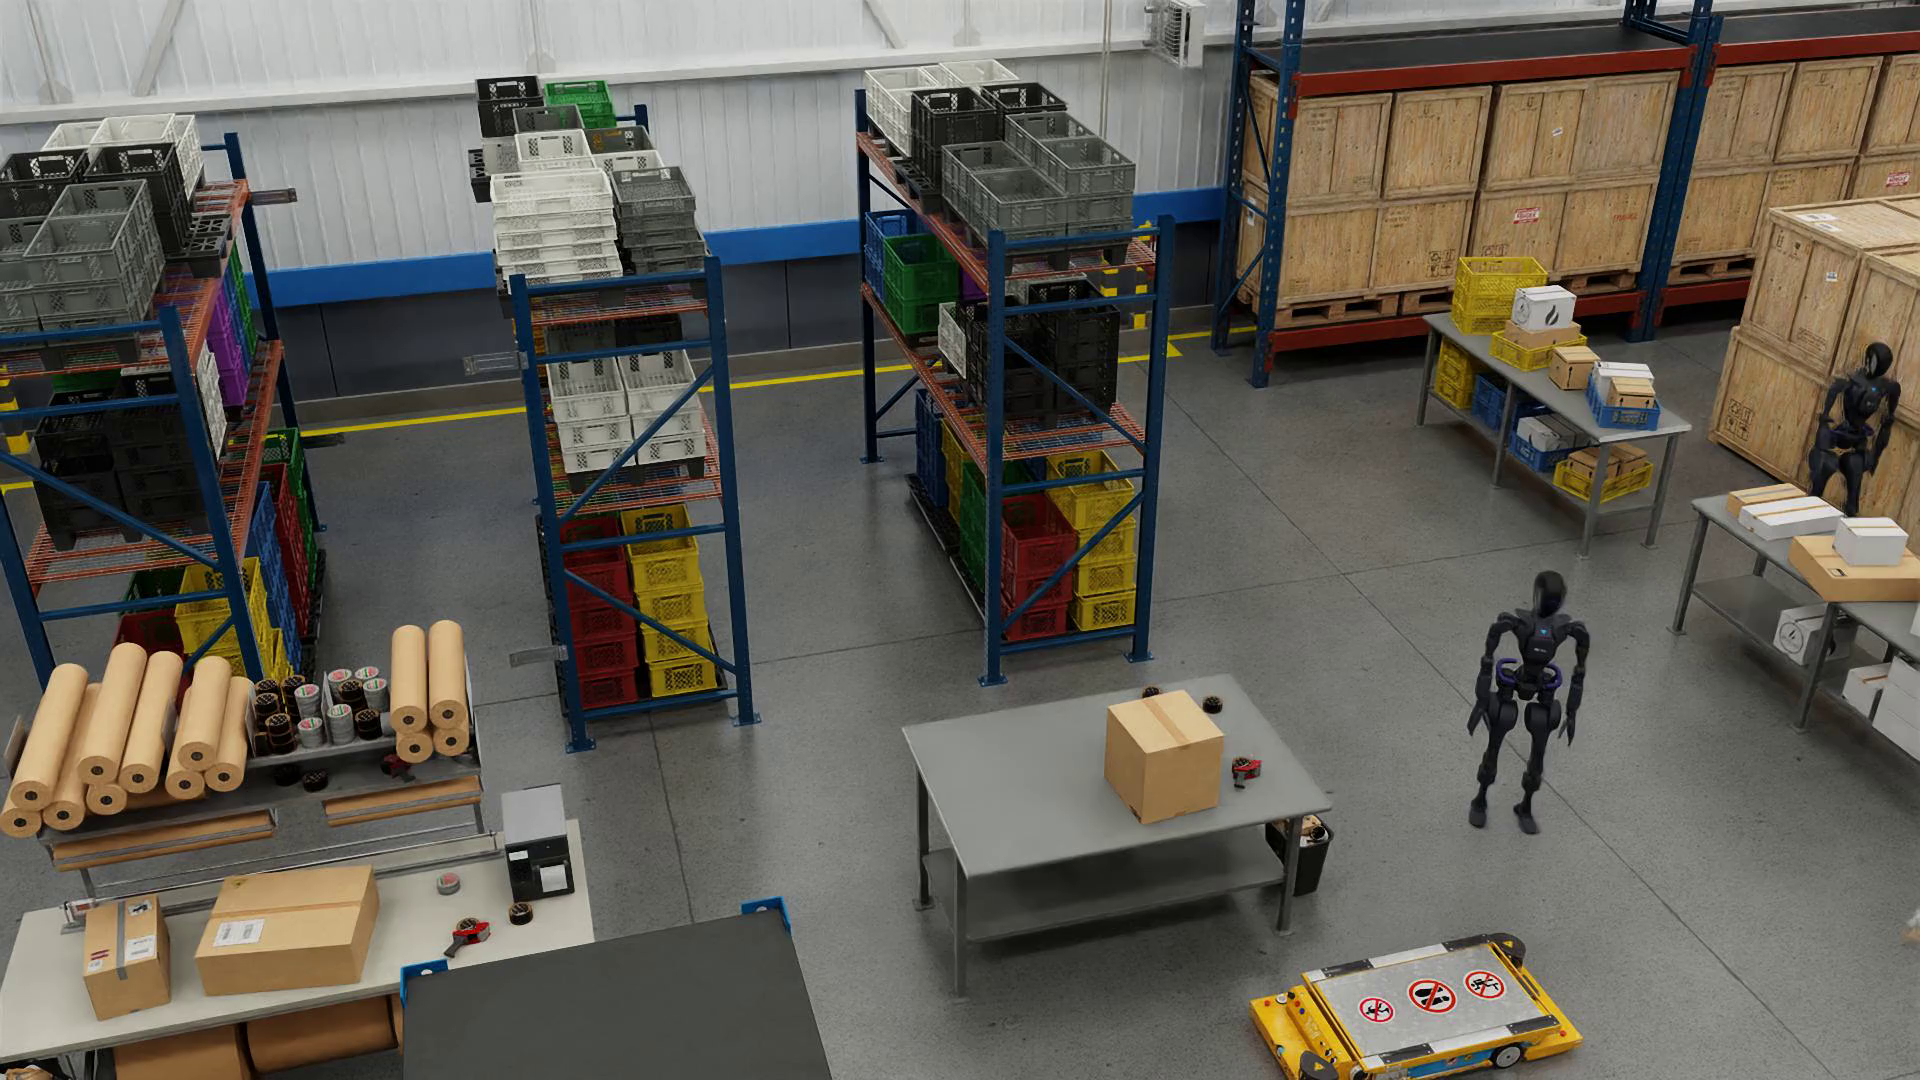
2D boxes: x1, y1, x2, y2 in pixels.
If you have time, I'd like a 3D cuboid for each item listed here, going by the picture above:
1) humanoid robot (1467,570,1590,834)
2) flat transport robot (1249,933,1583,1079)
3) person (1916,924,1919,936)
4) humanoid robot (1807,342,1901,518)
[{"bbox_3d":[3.087,0.886,9.086,0.565,1.651,0.329,6,29,11],"label":"humanoid robot"},{"bbox_3d":[2.184,2.282,7.980,1.431,0.197,0.652,-8,30,-14],"label":"flat transport robot"},{"bbox_3d":[5.486,1.318,8.197,1.158,1.792,0.591,2,29,4],"label":"person"},{"bbox_3d":[6.324,-0.654,11.905,0.590,1.642,0.573,1,29,3],"label":"humanoid robot"}]
